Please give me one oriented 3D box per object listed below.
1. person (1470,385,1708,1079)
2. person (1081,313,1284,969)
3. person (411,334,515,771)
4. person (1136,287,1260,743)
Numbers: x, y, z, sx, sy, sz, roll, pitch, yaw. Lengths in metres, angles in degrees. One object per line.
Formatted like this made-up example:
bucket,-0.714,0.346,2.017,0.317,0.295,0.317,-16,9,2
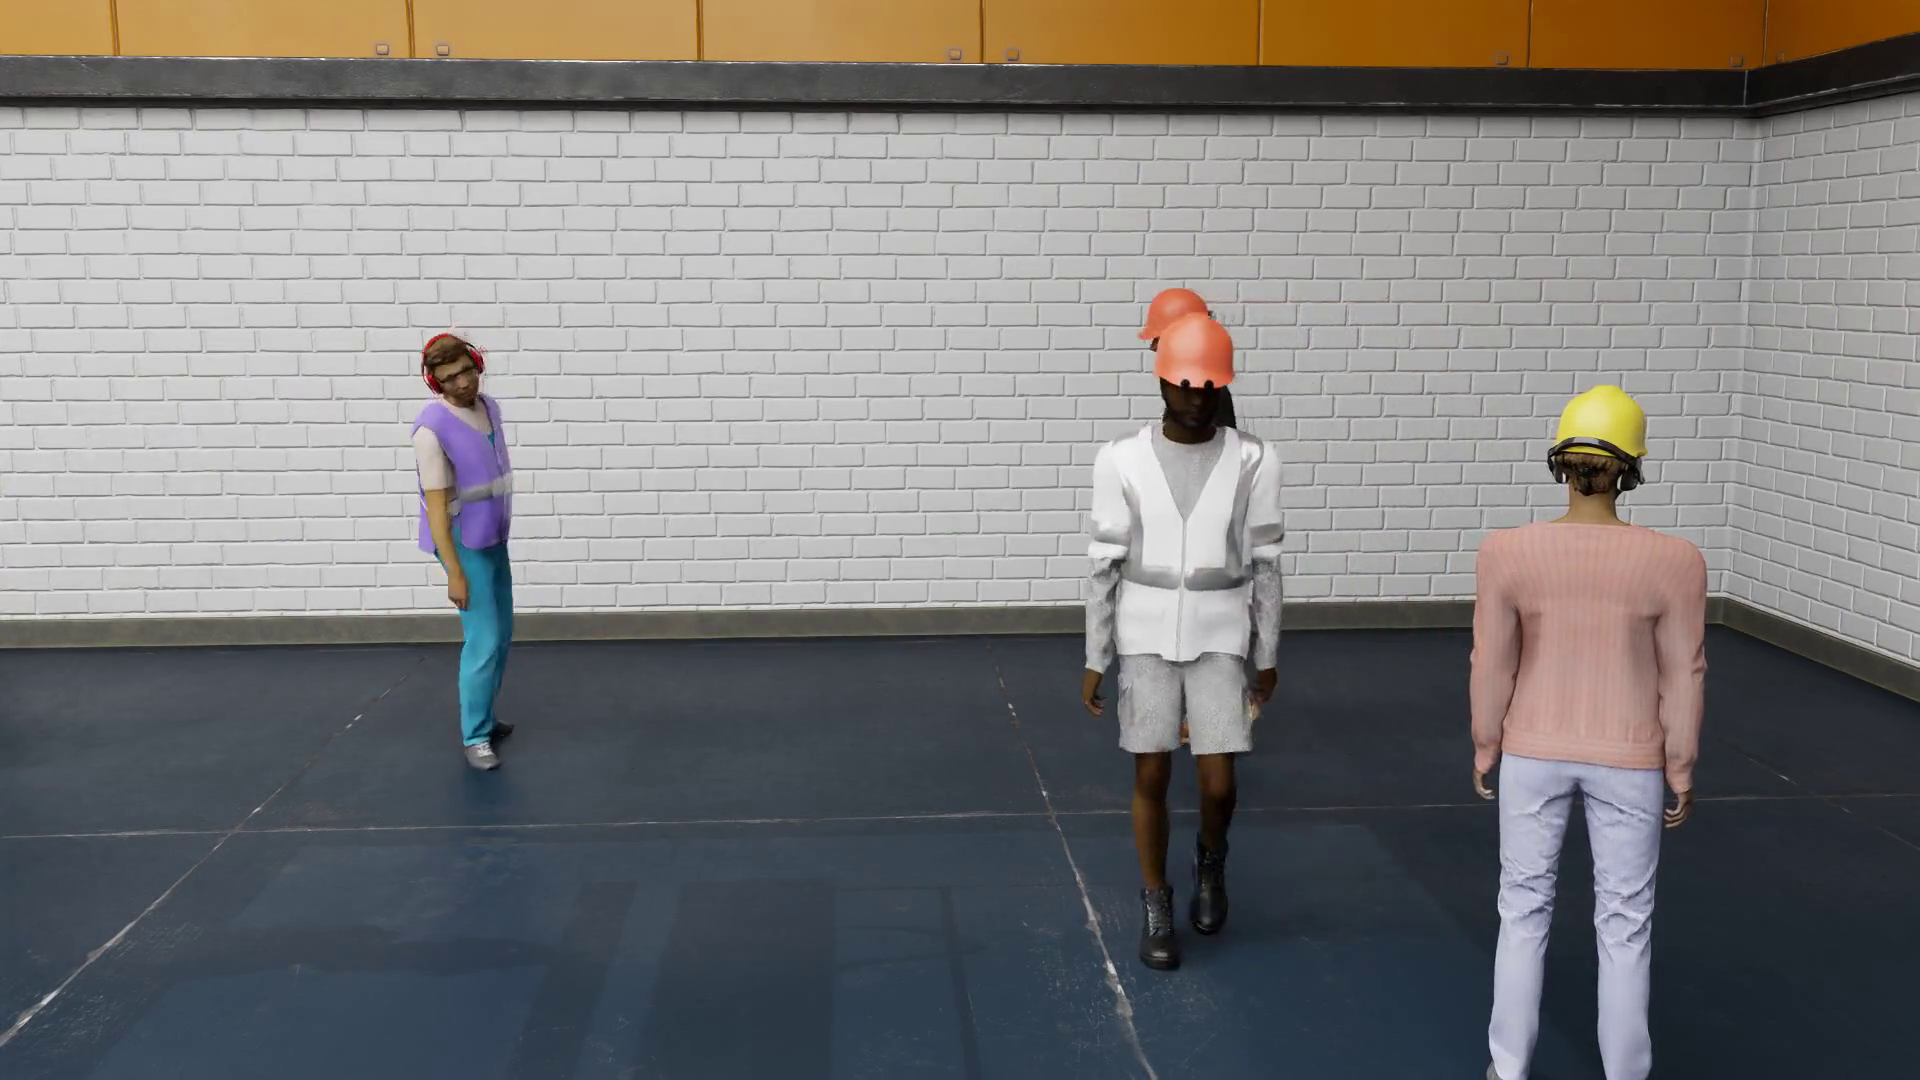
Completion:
person,1.477,0.520,3.956,0.523,1.769,0.313,4,10,25
person,0.646,0.303,4.835,0.563,1.917,0.449,1,9,9
person,-2.010,0.042,6.887,0.369,1.792,0.765,1,9,8
person,0.958,-0.067,6.984,0.469,1.967,0.649,1,9,5
